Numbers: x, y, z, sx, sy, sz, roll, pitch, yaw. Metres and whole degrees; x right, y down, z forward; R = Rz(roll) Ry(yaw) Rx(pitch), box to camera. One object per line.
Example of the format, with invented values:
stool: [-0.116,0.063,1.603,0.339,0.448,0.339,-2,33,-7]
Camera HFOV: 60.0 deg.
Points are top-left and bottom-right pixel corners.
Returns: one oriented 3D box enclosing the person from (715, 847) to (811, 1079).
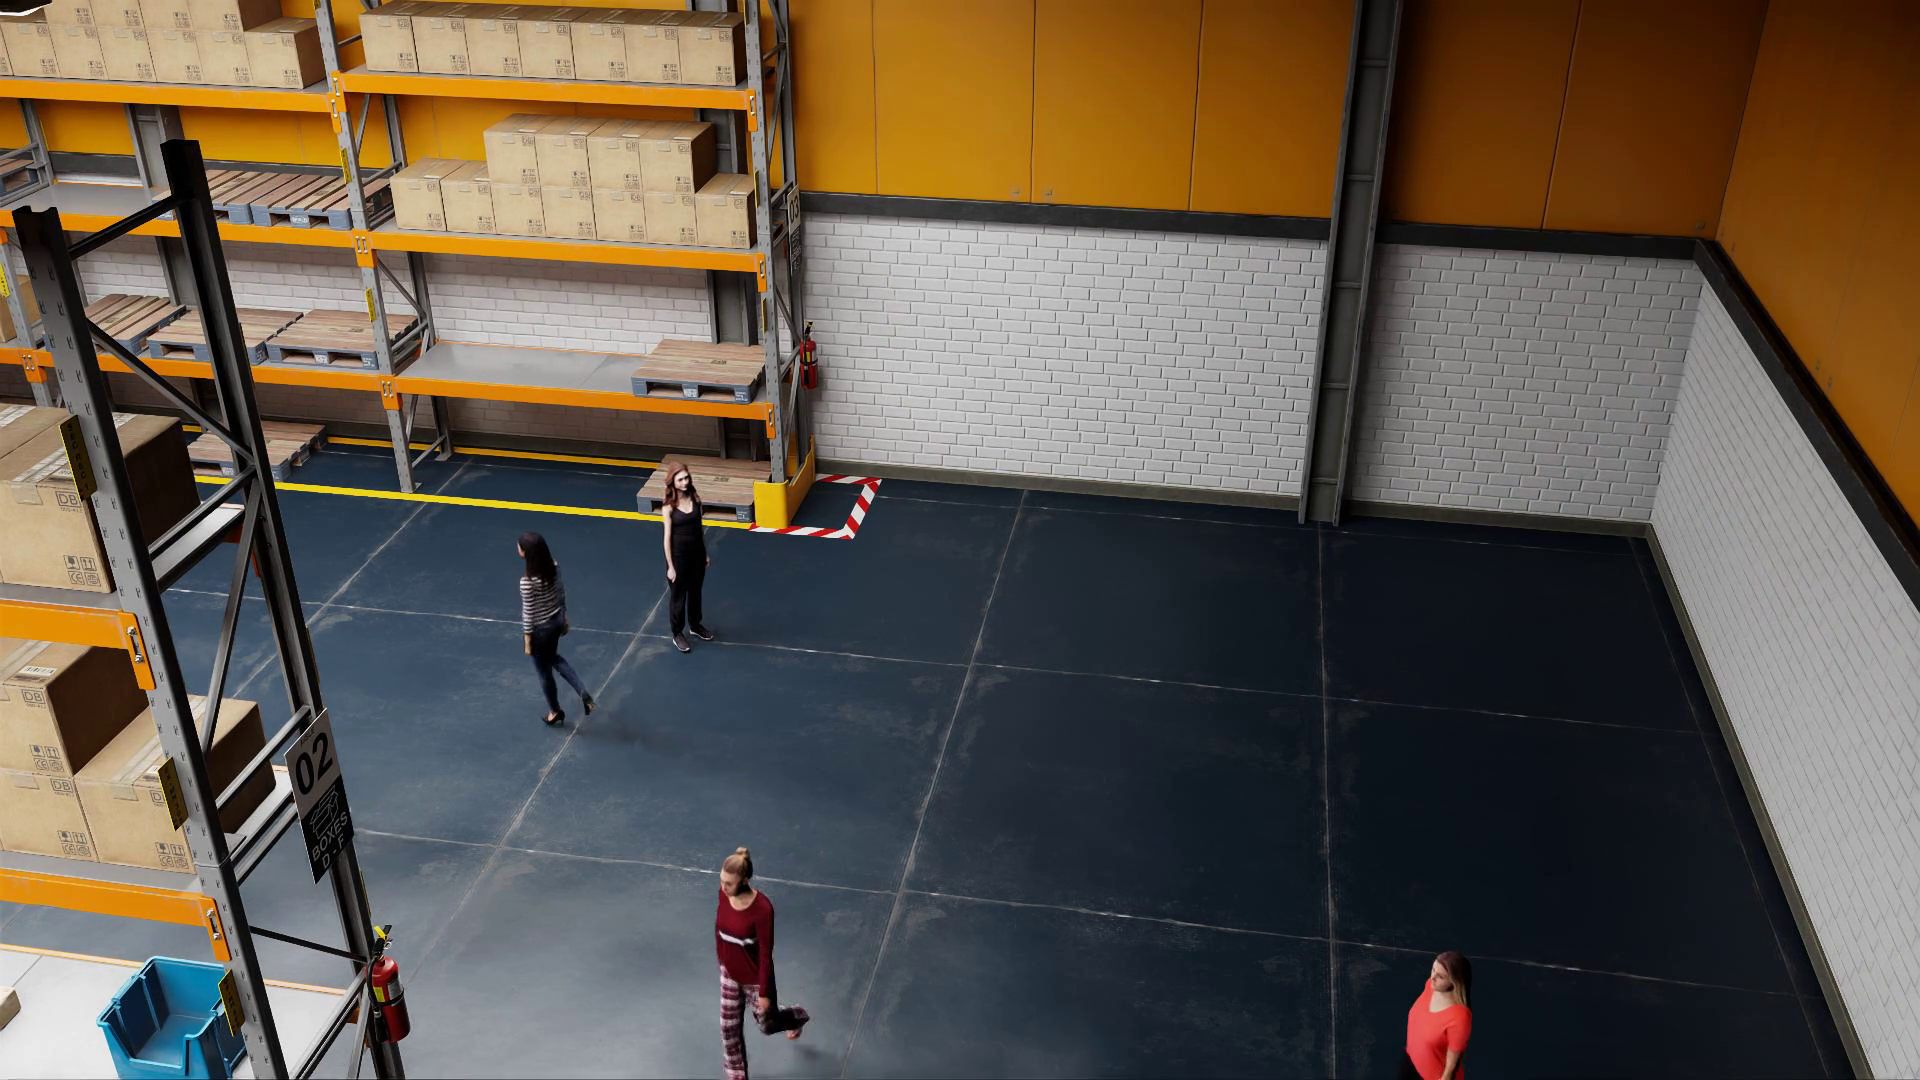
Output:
person: [-1.215,2.543,9.919,0.971,1.679,0.881,16,33,27]

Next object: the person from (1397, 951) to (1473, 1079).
person: [2.695,2.946,9.184,1.032,1.675,0.847,-8,30,-14]

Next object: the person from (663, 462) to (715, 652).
person: [-2.366,0.115,14.299,0.680,1.746,0.664,24,37,37]

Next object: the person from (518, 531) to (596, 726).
person: [-3.188,0.746,13.102,0.817,1.786,0.684,11,31,19]
